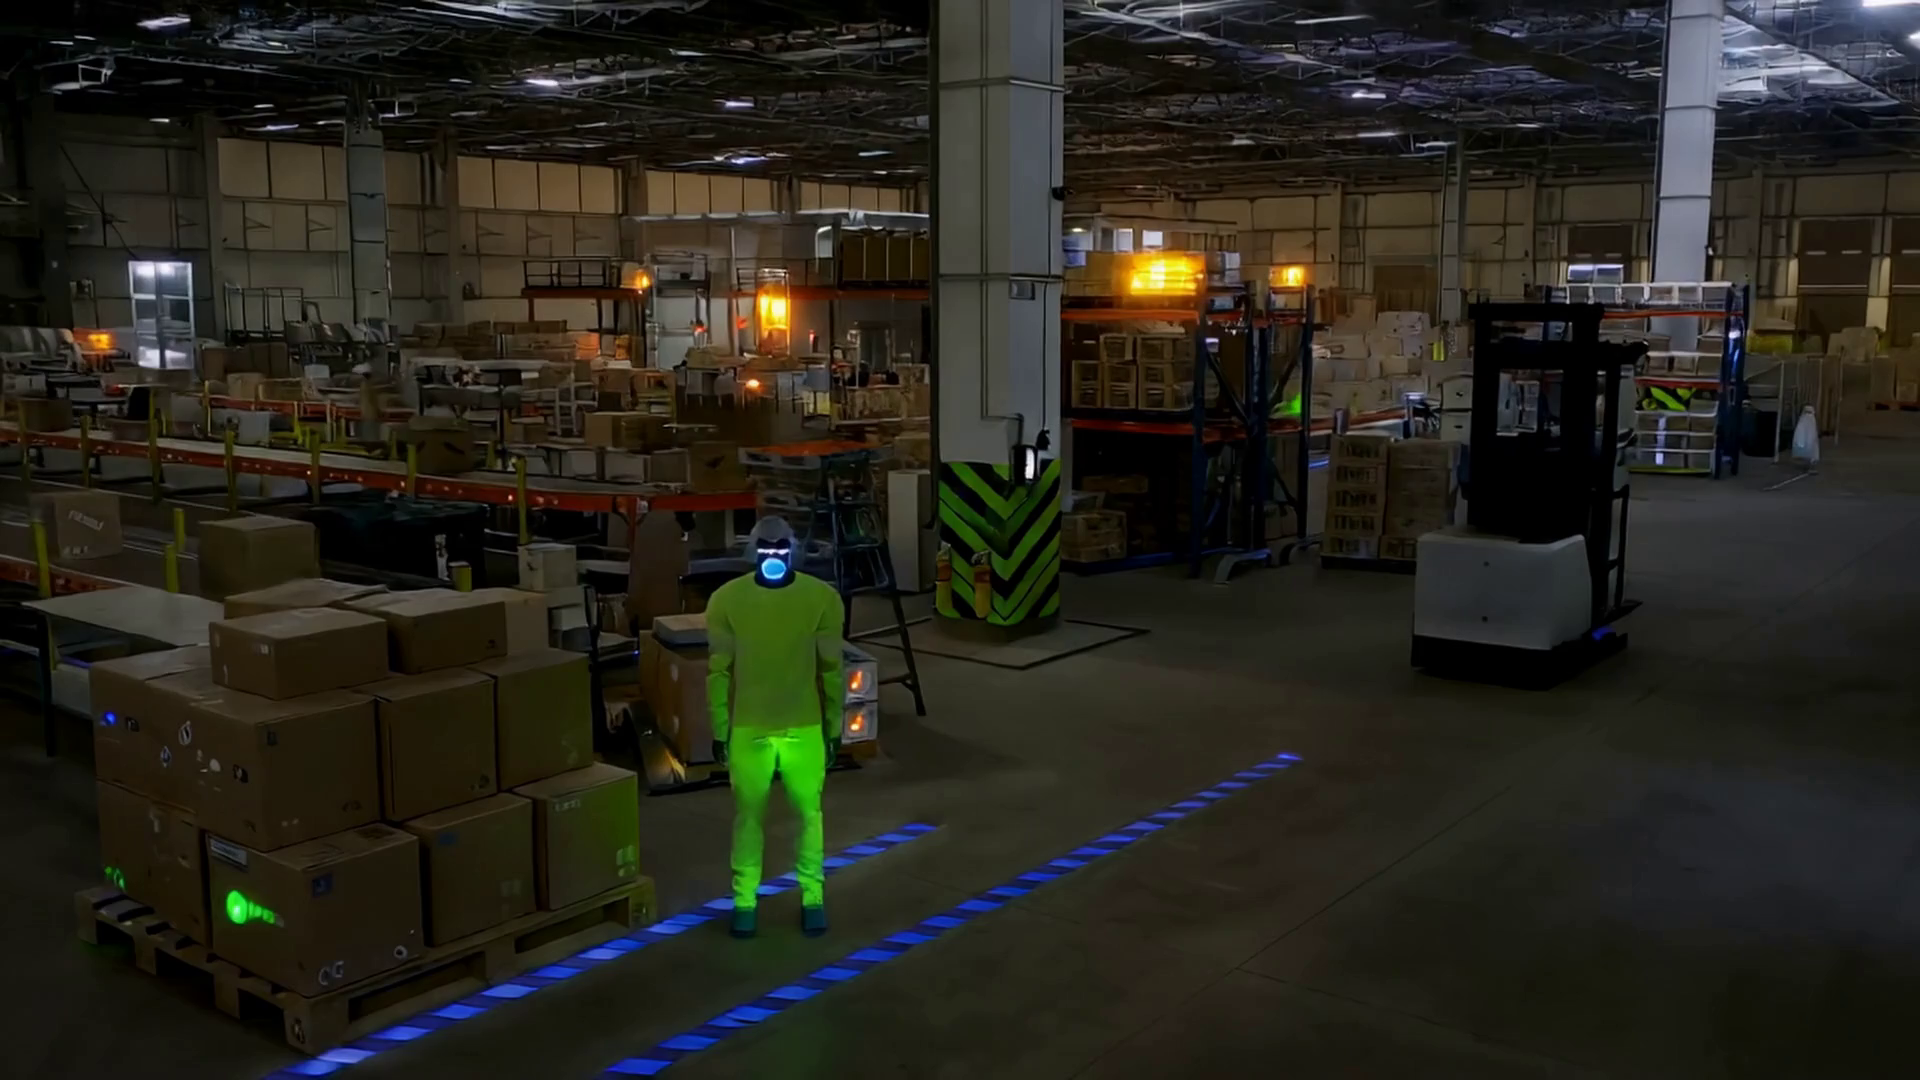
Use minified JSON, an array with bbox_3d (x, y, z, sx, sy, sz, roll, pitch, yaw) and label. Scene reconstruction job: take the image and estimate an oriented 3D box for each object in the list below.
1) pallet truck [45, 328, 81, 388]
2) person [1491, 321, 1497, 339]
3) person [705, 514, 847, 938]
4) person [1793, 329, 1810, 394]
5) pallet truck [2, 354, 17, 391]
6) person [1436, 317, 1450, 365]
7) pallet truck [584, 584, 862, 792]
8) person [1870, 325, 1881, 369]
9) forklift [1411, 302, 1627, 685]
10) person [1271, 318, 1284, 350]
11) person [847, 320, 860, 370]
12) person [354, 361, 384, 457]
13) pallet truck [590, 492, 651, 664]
[{"bbox_3d":[-23.775,-4.544,43.495,1.885,1.965,0.823,6,10,35],"label":"pallet truck"},{"bbox_3d":[18.903,-6.841,59.161,0.812,1.955,0.699,-2,9,-13],"label":"person"},{"bbox_3d":[-0.821,0.836,7.477,0.625,1.931,0.378,-1,8,-5],"label":"person"},{"bbox_3d":[24.347,-5.141,48.004,0.551,1.846,0.569,0,8,2],"label":"person"},{"bbox_3d":[-24.881,-4.417,42.634,1.885,1.965,0.823,8,11,41],"label":"pallet truck"},{"bbox_3d":[19.634,-8.084,67.556,0.352,1.936,0.635,-6,10,-34],"label":"person"},{"bbox_3d":[-1.426,0.805,10.019,1.601,1.201,0.680,-4,9,-26],"label":"pallet truck"},{"bbox_3d":[35.294,-7.444,64.041,0.318,1.700,0.535,6,11,36],"label":"person"},{"bbox_3d":[4.379,-0.438,12.852,1.129,2.768,1.873,7,11,37],"label":"forklift"},{"bbox_3d":[15.976,-10.432,83.810,0.660,1.807,0.873,-1,8,-5],"label":"person"},{"bbox_3d":[-4.006,-7.318,62.574,0.585,1.882,0.344,-7,11,-38],"label":"person"},{"bbox_3d":[-10.014,-2.140,28.117,0.404,1.757,0.526,-4,9,-26],"label":"person"},{"bbox_3d":[-3.115,0.344,12.883,0.653,1.274,1.630,7,11,37],"label":"pallet truck"}]
